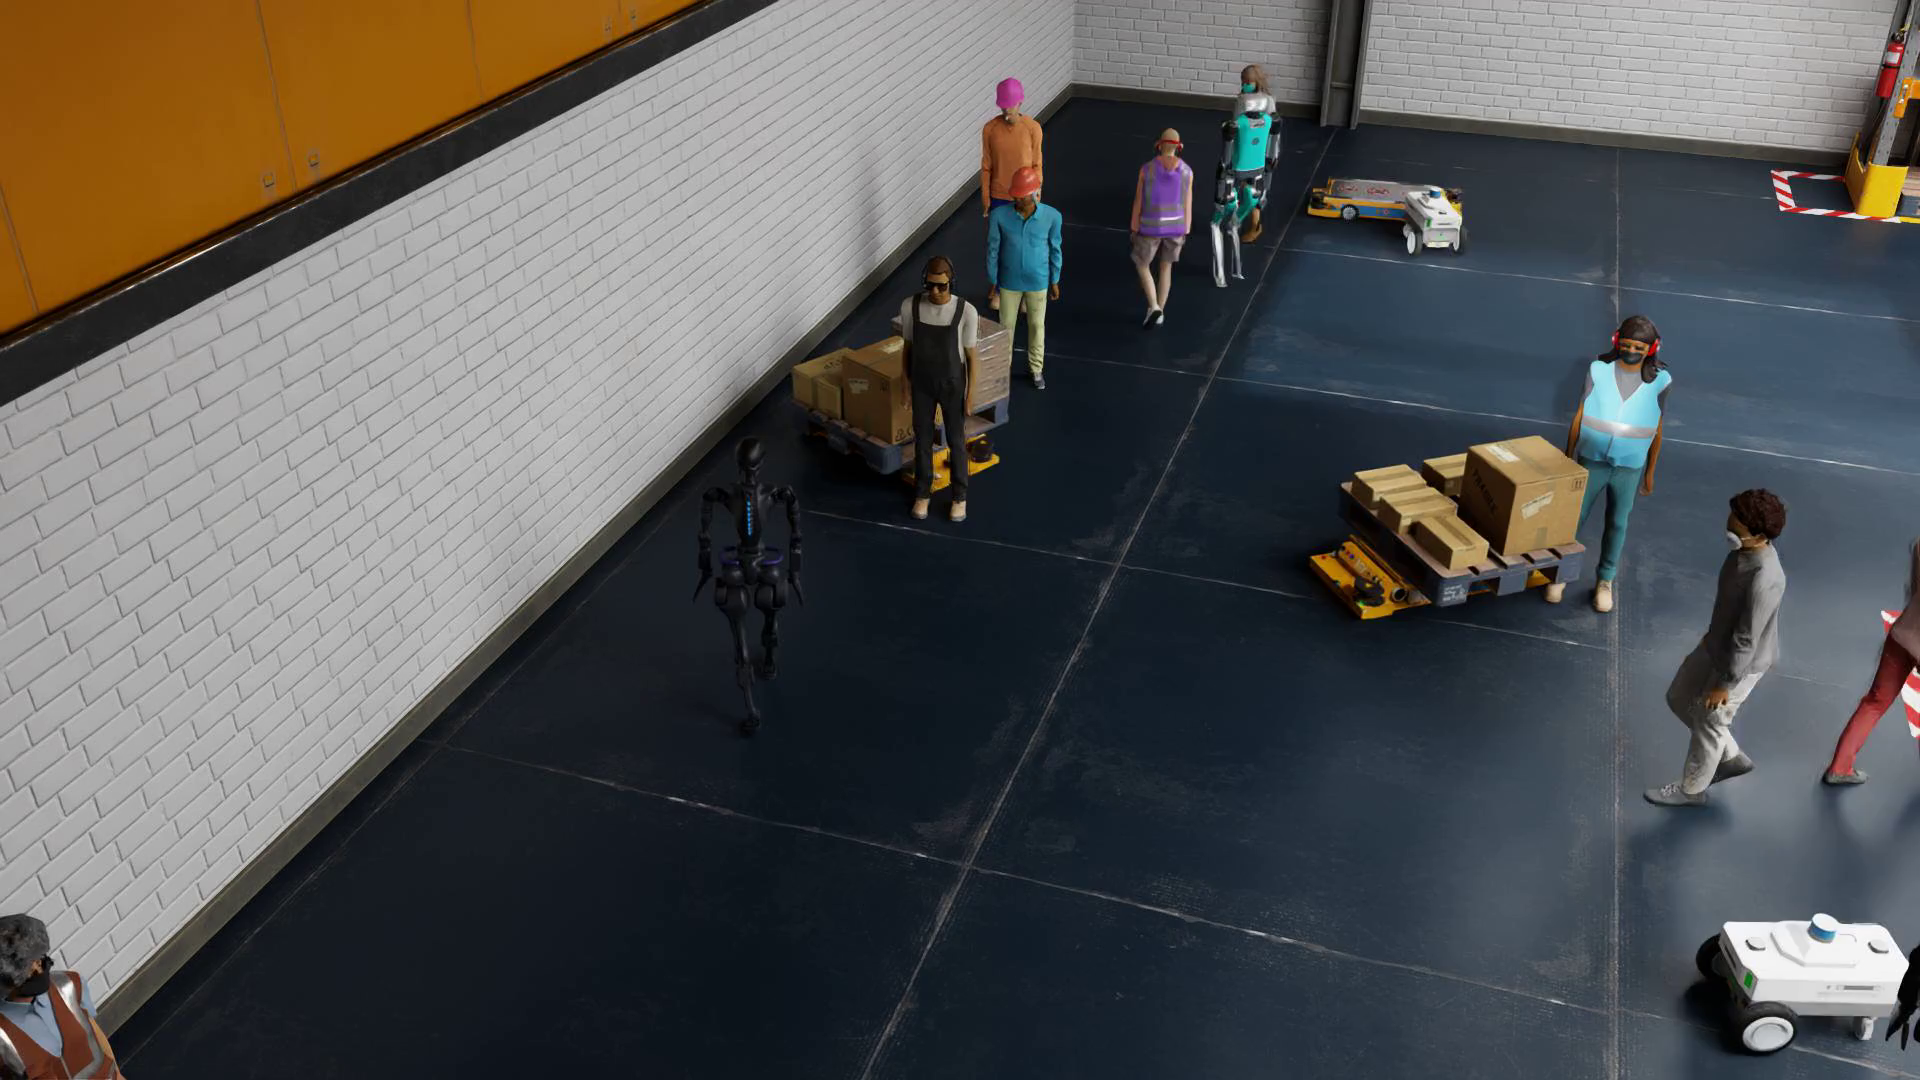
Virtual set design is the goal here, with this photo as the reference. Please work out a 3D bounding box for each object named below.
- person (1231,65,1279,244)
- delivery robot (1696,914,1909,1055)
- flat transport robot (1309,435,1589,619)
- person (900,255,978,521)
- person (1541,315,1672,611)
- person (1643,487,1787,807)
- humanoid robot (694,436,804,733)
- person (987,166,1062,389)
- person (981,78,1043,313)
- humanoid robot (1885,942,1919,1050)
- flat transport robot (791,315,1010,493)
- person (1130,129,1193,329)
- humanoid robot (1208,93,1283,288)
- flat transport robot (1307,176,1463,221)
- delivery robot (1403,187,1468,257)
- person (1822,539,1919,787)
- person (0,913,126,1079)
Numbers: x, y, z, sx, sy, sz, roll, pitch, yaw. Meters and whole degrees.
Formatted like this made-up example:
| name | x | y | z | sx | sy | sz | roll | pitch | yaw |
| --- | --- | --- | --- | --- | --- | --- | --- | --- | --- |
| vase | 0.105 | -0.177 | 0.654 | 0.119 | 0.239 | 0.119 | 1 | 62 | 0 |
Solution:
| name | x | y | z | sx | sy | sz | roll | pitch | yaw |
| --- | --- | --- | --- | --- | --- | --- | --- | --- | --- |
| person | 2.670 | -3.535 | 15.273 | 0.479 | 1.639 | 0.506 | -17 | 34 | -26 |
| delivery robot | 3.616 | 1.874 | 7.173 | 0.784 | 0.613 | 0.501 | 1 | 30 | 2 |
| flat transport robot | 2.980 | 0.142 | 10.383 | 1.431 | 0.231 | 0.659 | -10 | 32 | -16 |
| person | -0.136 | -0.975 | 10.744 | 0.499 | 1.839 | 0.343 | 7 | 31 | 12 |
| person | 3.837 | -0.456 | 9.826 | 0.535 | 1.864 | 0.375 | 12 | 32 | 19 |
| person | 3.741 | 0.555 | 8.092 | 0.440 | 1.877 | 0.556 | 5 | 31 | 8 |
| humanoid robot | -1.145 | 0.191 | 8.968 | 0.601 | 1.630 | 0.792 | -3 | 31 | -5 |
| person | 0.481 | -1.959 | 12.496 | 0.564 | 1.746 | 0.338 | 1 | 30 | 3 |
| person | 0.422 | -2.856 | 13.812 | 0.518 | 1.972 | 0.403 | 4 | 31 | 8 |
| humanoid robot | 3.798 | 1.835 | 6.159 | 0.721 | 1.616 | 0.608 | -22 | 37 | -32 |
| flat transport robot | -0.450 | -0.751 | 11.902 | 0.659 | 0.231 | 1.431 | -26 | 39 | -37 |
| person | 1.631 | -2.488 | 13.465 | 0.498 | 1.672 | 0.516 | -3 | 31 | -5 |
| humanoid robot | 2.339 | -3.018 | 14.341 | 0.547 | 1.797 | 0.803 | -10 | 32 | -17 |
| flat transport robot | 4.148 | -3.292 | 16.226 | 1.431 | 0.231 | 0.659 | 8 | 31 | 13 |
| delivery robot | 4.368 | -2.954 | 15.355 | 0.514 | 0.580 | 0.752 | -2 | 30 | -3 |
| person | 4.870 | 0.525 | 8.284 | 0.791 | 1.729 | 0.528 | -7 | 31 | -12 |
| person | -3.137 | 1.996 | 5.823 | 0.316 | 1.690 | 0.452 | 17 | 35 | 27 |
